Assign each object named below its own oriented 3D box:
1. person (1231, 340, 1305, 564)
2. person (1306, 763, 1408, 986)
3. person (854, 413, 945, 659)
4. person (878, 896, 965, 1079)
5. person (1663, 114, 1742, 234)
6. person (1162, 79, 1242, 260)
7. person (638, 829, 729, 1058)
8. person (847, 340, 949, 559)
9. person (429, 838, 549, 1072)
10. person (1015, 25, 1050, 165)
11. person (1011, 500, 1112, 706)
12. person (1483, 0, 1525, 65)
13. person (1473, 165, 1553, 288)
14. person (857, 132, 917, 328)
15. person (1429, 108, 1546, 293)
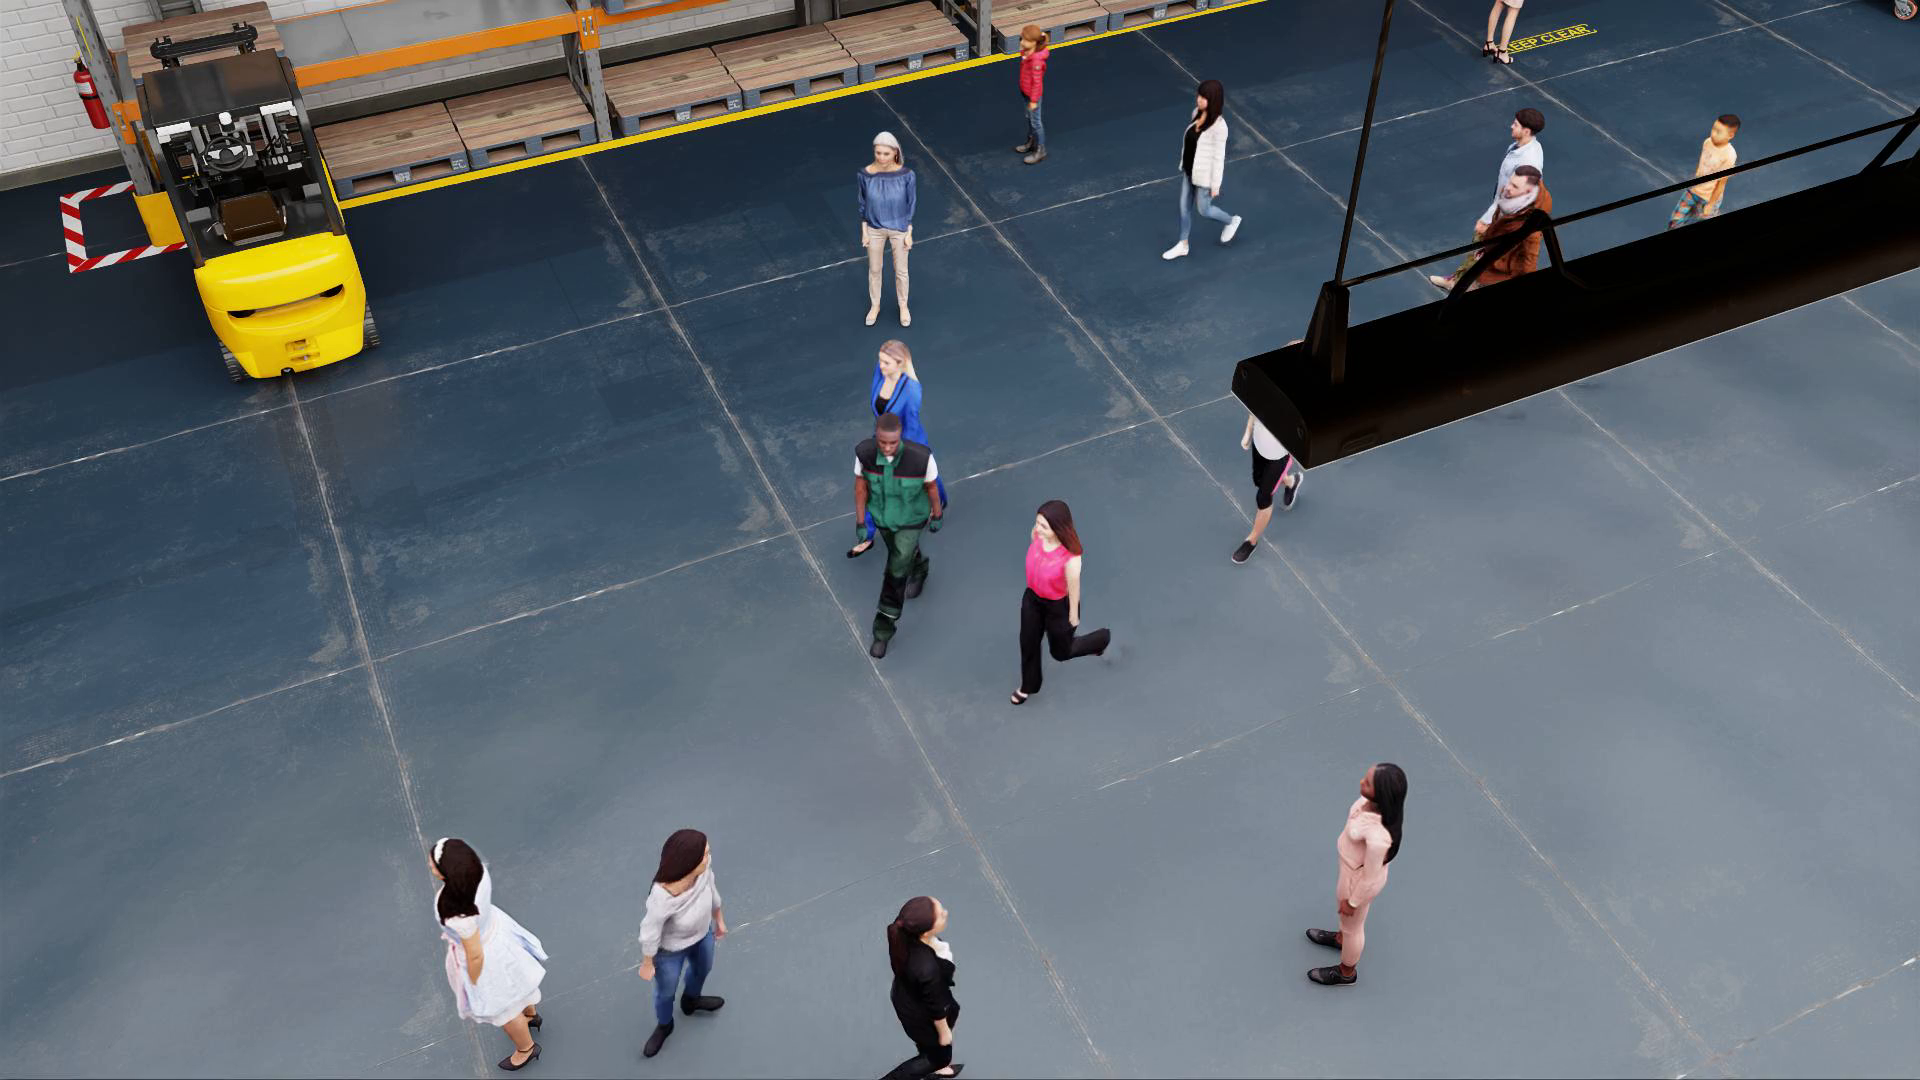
[{"bbox_3d":[2.170,-0.676,11.261,0.889,1.768,1.144,30,51,28],"label":"person"},{"bbox_3d":[2.110,1.748,8.750,0.726,1.721,0.702,7,44,7],"label":"person"},{"bbox_3d":[-0.373,-0.192,10.746,1.188,1.775,1.233,13,45,13],"label":"person"},{"bbox_3d":[-0.253,2.329,8.195,0.862,1.646,0.637,-14,45,-15],"label":"person"},{"bbox_3d":[6.239,-2.870,13.803,0.835,1.437,0.527,-19,47,-19],"label":"person"},{"bbox_3d":[2.084,-3.101,13.912,0.954,1.621,0.649,-20,47,-20],"label":"person"},{"bbox_3d":[-1.490,2.069,8.498,0.686,1.604,0.866,-32,52,-29],"label":"person"},{"bbox_3d":[-0.328,-0.676,11.344,0.938,1.653,1.209,30,51,28],"label":"person"},{"bbox_3d":[-2.367,2.081,8.332,0.851,1.816,0.814,-2,44,-2],"label":"person"},{"bbox_3d":[0.669,-4.081,15.164,0.517,1.312,0.531,-12,45,-12],"label":"person"},{"bbox_3d":[0.616,0.366,10.264,1.008,1.634,0.751,-29,51,-27],"label":"person"},{"bbox_3d":[5.472,-5.594,16.378,0.485,1.830,0.567,-18,46,-18],"label":"person"},{"bbox_3d":[4.248,-2.043,12.683,1.242,1.785,1.042,1,44,1],"label":"person"},{"bbox_3d":[-0.576,-2.463,13.187,0.647,1.697,0.758,1,44,1],"label":"person"},{"bbox_3d":[4.483,-2.547,13.219,1.177,1.775,1.084,10,45,10],"label":"person"}]
